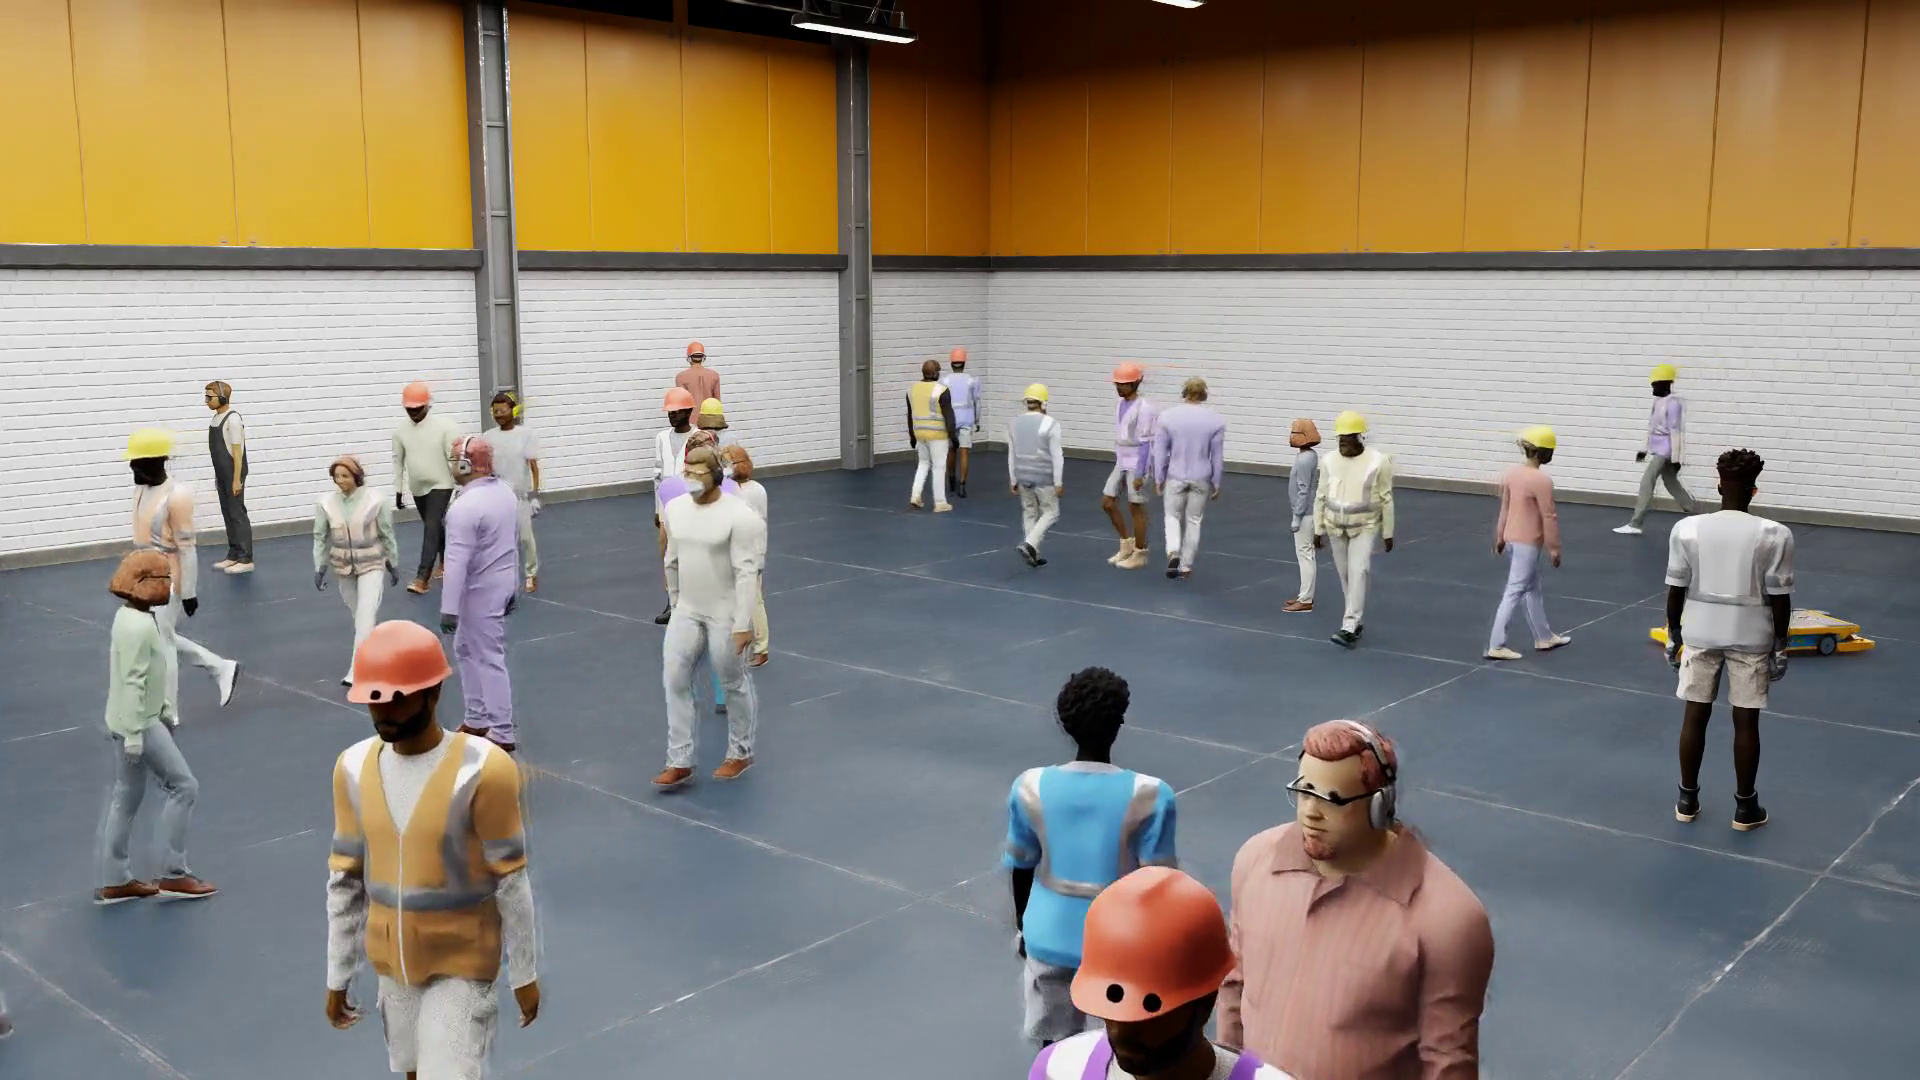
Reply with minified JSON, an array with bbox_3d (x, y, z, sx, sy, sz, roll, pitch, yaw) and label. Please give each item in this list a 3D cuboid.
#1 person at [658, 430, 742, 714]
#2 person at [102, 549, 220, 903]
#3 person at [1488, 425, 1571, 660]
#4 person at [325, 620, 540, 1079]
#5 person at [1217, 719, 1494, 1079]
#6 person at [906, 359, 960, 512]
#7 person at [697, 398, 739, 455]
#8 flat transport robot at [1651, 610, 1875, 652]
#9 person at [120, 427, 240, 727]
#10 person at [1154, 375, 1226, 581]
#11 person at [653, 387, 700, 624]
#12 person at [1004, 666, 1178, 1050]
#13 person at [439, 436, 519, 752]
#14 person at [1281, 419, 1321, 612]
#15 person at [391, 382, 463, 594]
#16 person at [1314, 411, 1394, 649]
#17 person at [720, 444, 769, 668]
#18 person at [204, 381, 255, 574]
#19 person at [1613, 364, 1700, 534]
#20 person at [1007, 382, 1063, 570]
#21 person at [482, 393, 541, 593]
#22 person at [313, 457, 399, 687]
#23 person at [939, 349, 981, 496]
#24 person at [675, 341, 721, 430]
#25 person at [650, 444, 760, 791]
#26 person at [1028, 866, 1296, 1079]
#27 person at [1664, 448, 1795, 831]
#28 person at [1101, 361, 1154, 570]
[{"bbox_3d":[-1.658,0.213,10.729,0.571,1.844,0.376,2,9,12],"label":"person"},{"bbox_3d":[-3.628,0.839,7.510,0.599,1.608,0.523,-5,10,-29],"label":"person"},{"bbox_3d":[4.274,0.022,12.245,0.834,1.728,0.552,-2,9,-11],"label":"person"},{"bbox_3d":[-1.479,1.164,4.523,0.581,1.918,0.566,3,9,17],"label":"person"},{"bbox_3d":[0.859,1.307,3.725,0.655,1.886,0.629,9,13,44],"label":"person"},{"bbox_3d":[-0.318,-1.239,19.886,0.652,1.836,0.478,8,12,40],"label":"person"},{"bbox_3d":[-2.202,-0.401,14.907,0.490,1.743,0.324,-8,12,-42],"label":"person"},{"bbox_3d":[6.087,0.697,12.621,1.431,0.197,0.652,-1,9,-9],"label":"flat transport robot"},{"bbox_3d":[-4.922,0.231,10.429,0.606,1.908,0.675,9,13,43],"label":"person"},{"bbox_3d":[2.111,-0.545,15.268,0.649,1.919,0.576,1,9,7],"label":"person"},{"bbox_3d":[-2.243,-0.266,13.455,0.548,1.938,0.358,3,10,20],"label":"person"},{"bbox_3d":[0.415,1.201,5.059,0.545,1.670,0.668,3,10,18],"label":"person"},{"bbox_3d":[-2.940,0.328,9.854,0.656,1.887,0.673,1,9,6],"label":"person"},{"bbox_3d":[2.884,-0.207,14.033,0.281,1.634,0.498,3,10,18],"label":"person"},{"bbox_3d":[-4.825,-0.503,15.138,0.636,1.911,1.158,2,9,10],"label":"person"},{"bbox_3d":[2.944,-0.074,12.712,0.602,1.790,0.866,7,11,37],"label":"person"},{"bbox_3d":[-1.598,0.115,12.049,0.505,1.625,0.287,6,11,32],"label":"person"},{"bbox_3d":[-6.985,-0.602,15.881,0.508,1.841,0.335,9,13,44],"label":"person"},{"bbox_3d":[7.733,-0.989,18.184,0.983,1.883,0.600,2,9,10],"label":"person"},{"bbox_3d":[0.707,-0.594,15.884,0.616,1.811,0.491,7,11,38],"label":"person"},{"bbox_3d":[-3.899,-0.378,14.541,0.537,1.828,0.973,0,9,0],"label":"person"},{"bbox_3d":[-4.197,0.209,11.554,0.529,1.583,0.876,0,9,1],"label":"person"},{"bbox_3d":[-0.009,-1.521,21.508,0.556,1.892,0.981,0,9,3],"label":"person"},{"bbox_3d":[-3.335,-1.522,21.159,0.614,1.993,0.395,-5,10,-30],"label":"person"},{"bbox_3d":[-1.430,0.440,9.107,0.660,1.907,0.831,5,10,27],"label":"person"},{"bbox_3d":[0.301,1.460,2.756,0.567,1.884,0.974,6,11,35],"label":"person"},{"bbox_3d":[3.937,0.506,8.537,0.604,1.959,0.377,6,11,34],"label":"person"},{"bbox_3d":[1.600,-0.704,15.944,0.506,2.018,0.647,-4,10,-23],"label":"person"}]
